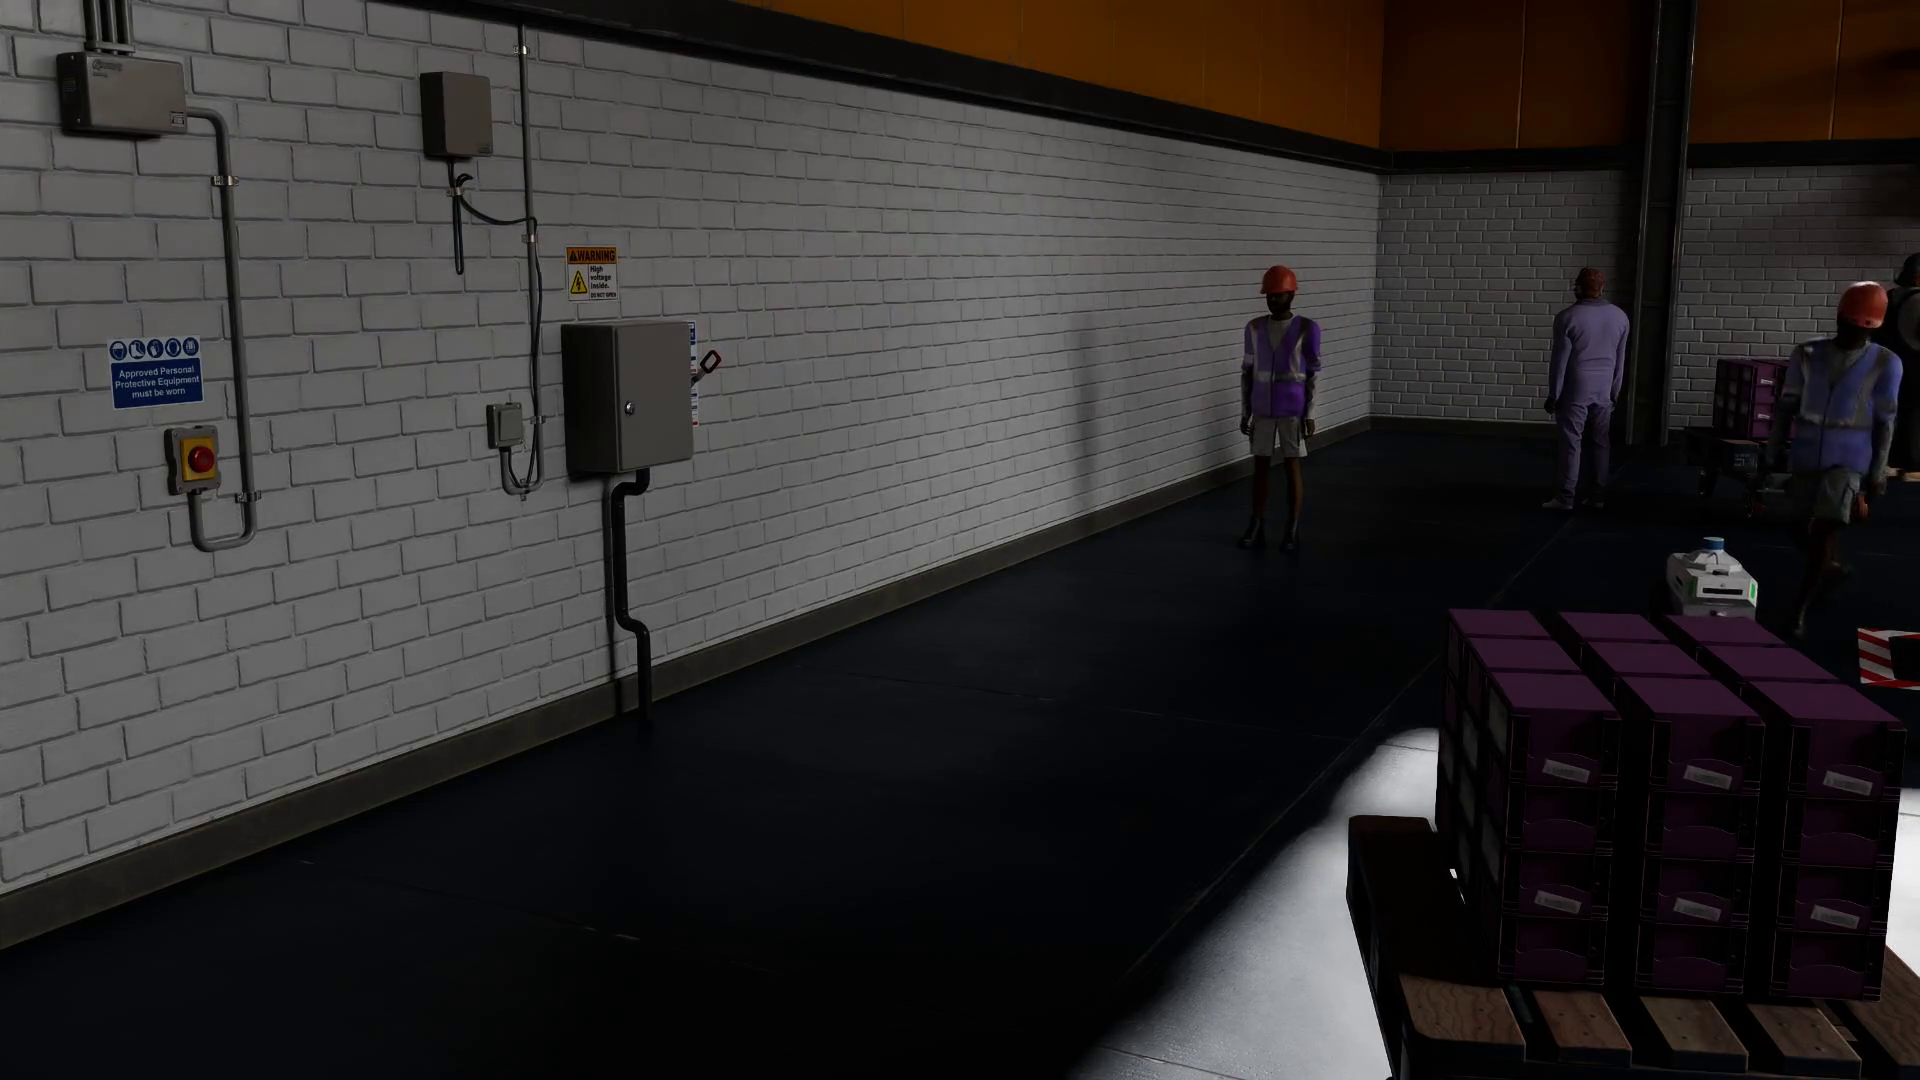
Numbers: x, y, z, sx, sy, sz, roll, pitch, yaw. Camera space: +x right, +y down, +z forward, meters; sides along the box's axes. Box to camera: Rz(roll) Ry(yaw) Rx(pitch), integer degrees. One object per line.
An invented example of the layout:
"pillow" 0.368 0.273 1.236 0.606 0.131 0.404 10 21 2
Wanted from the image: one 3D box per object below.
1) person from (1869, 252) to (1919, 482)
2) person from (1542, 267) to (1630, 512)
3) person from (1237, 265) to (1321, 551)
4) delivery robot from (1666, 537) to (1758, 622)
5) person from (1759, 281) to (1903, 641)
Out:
"person" 8.480 -1.547 14.834 0.536 2.000 0.688 -3 10 -15
"person" 4.874 -1.169 13.032 0.642 1.908 0.407 -3 10 -15
"person" 2.162 -0.890 11.324 0.548 1.936 0.378 6 11 30
"delivery robot" 3.873 0.227 8.585 0.477 0.478 0.707 3 10 15
"person" 4.646 -0.433 8.839 0.796 1.884 0.623 -9 14 -43
